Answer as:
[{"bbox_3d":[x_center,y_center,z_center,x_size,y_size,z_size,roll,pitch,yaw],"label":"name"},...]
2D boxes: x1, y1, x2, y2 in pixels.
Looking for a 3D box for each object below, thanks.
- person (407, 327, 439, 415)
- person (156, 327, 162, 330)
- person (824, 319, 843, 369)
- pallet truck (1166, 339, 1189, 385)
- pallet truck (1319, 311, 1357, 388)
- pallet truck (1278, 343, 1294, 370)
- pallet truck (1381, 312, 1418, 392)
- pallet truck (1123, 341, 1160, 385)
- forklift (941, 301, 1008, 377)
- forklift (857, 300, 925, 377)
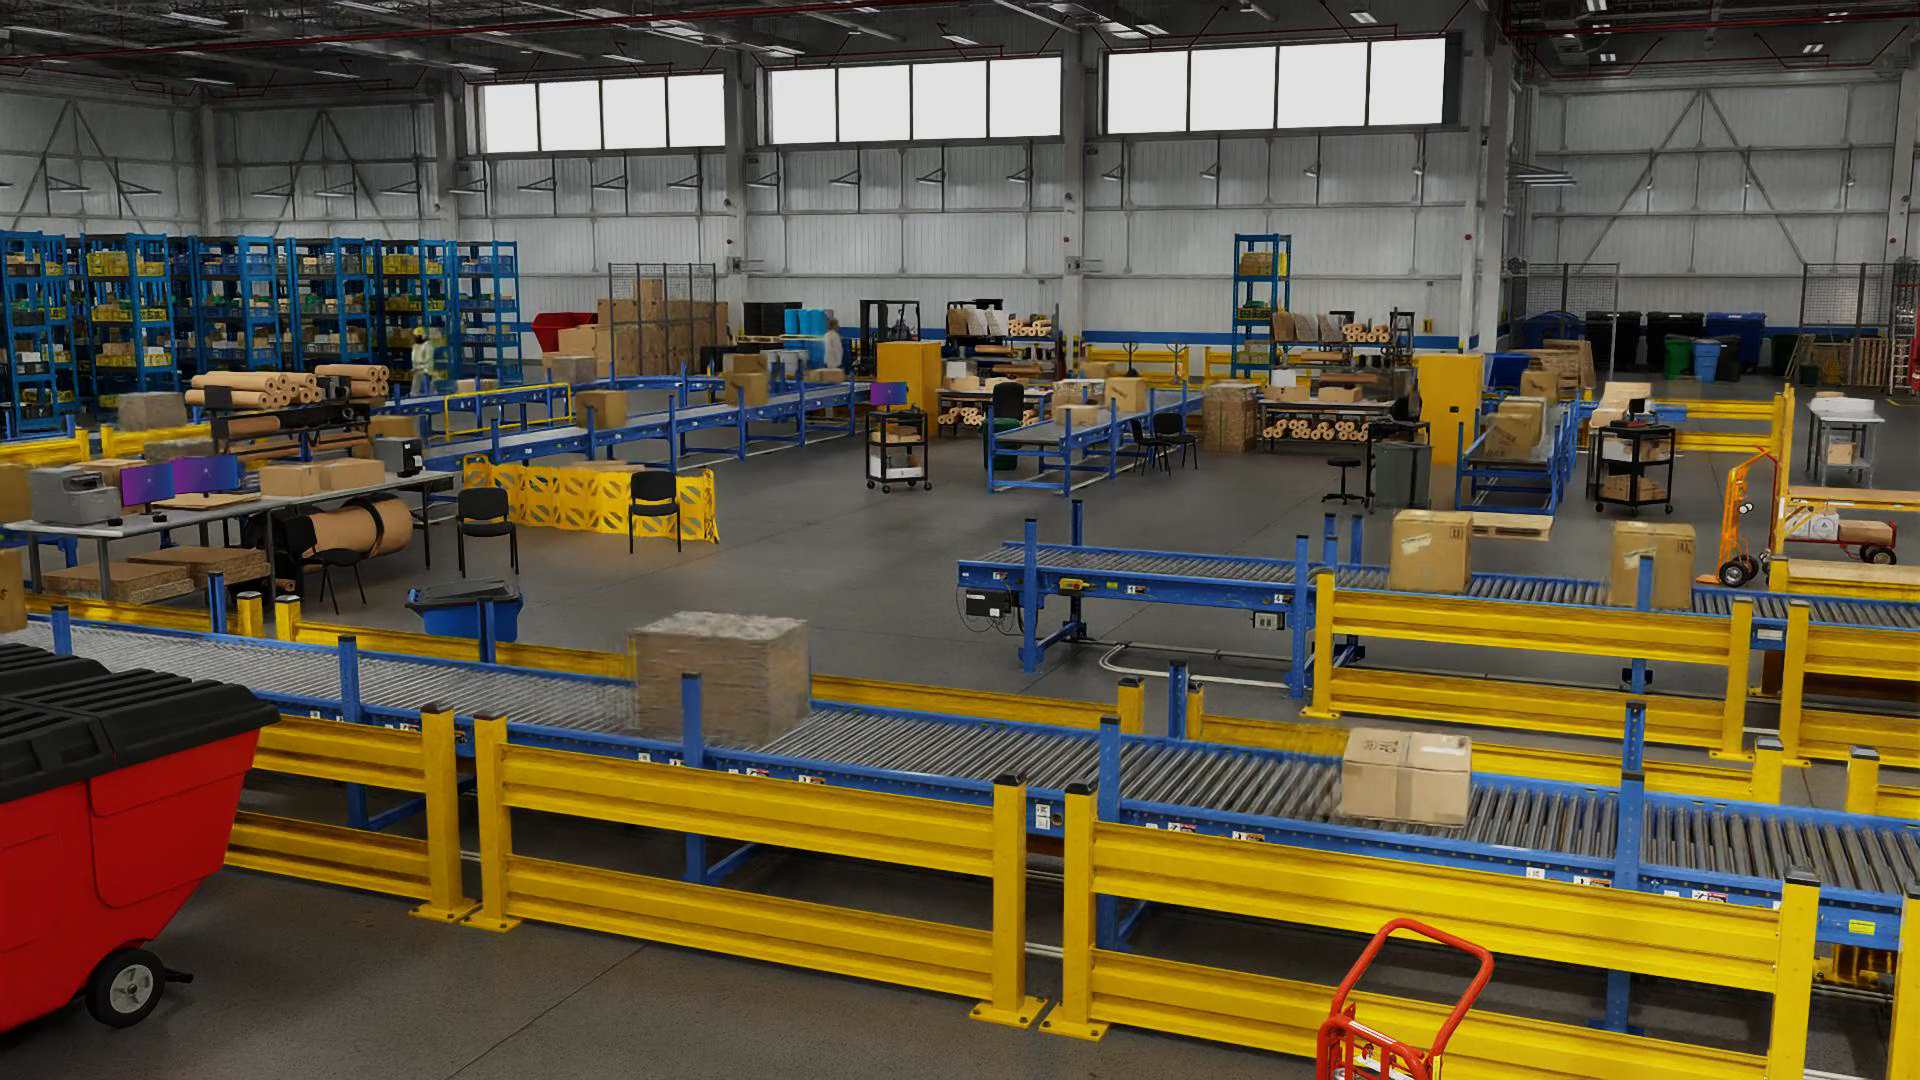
[{"bbox_3d":[-10.919,-3.396,33.609,0.621,1.784,0.931,5,11,28],"label":"person"},{"bbox_3d":[-17.867,-3.994,37.133,0.573,1.831,0.405,-7,11,-35],"label":"person"},{"bbox_3d":[-2.838,-3.956,36.820,0.982,1.871,0.651,-3,10,-18],"label":"person"},{"bbox_3d":[5.418,-4.269,40.420,0.704,1.261,1.522,3,10,20],"label":"pallet truck"},{"bbox_3d":[9.071,-4.419,39.190,0.823,1.965,1.885,5,10,26],"label":"pallet truck"},{"bbox_3d":[7.886,-4.163,39.743,0.653,1.274,1.630,4,10,22],"label":"pallet truck"},{"bbox_3d":[10.207,-4.283,38.369,0.823,1.965,1.885,3,10,20],"label":"pallet truck"},{"bbox_3d":[4.445,-4.380,41.279,0.680,1.201,1.601,4,10,22],"label":"pallet truck"},{"bbox_3d":[0.365,-4.966,41.571,1.157,1.987,2.680,3,10,20],"label":"forklift"},{"bbox_3d":[-1.732,-5.109,42.468,1.157,1.987,2.680,4,10,22],"label":"forklift"}]
